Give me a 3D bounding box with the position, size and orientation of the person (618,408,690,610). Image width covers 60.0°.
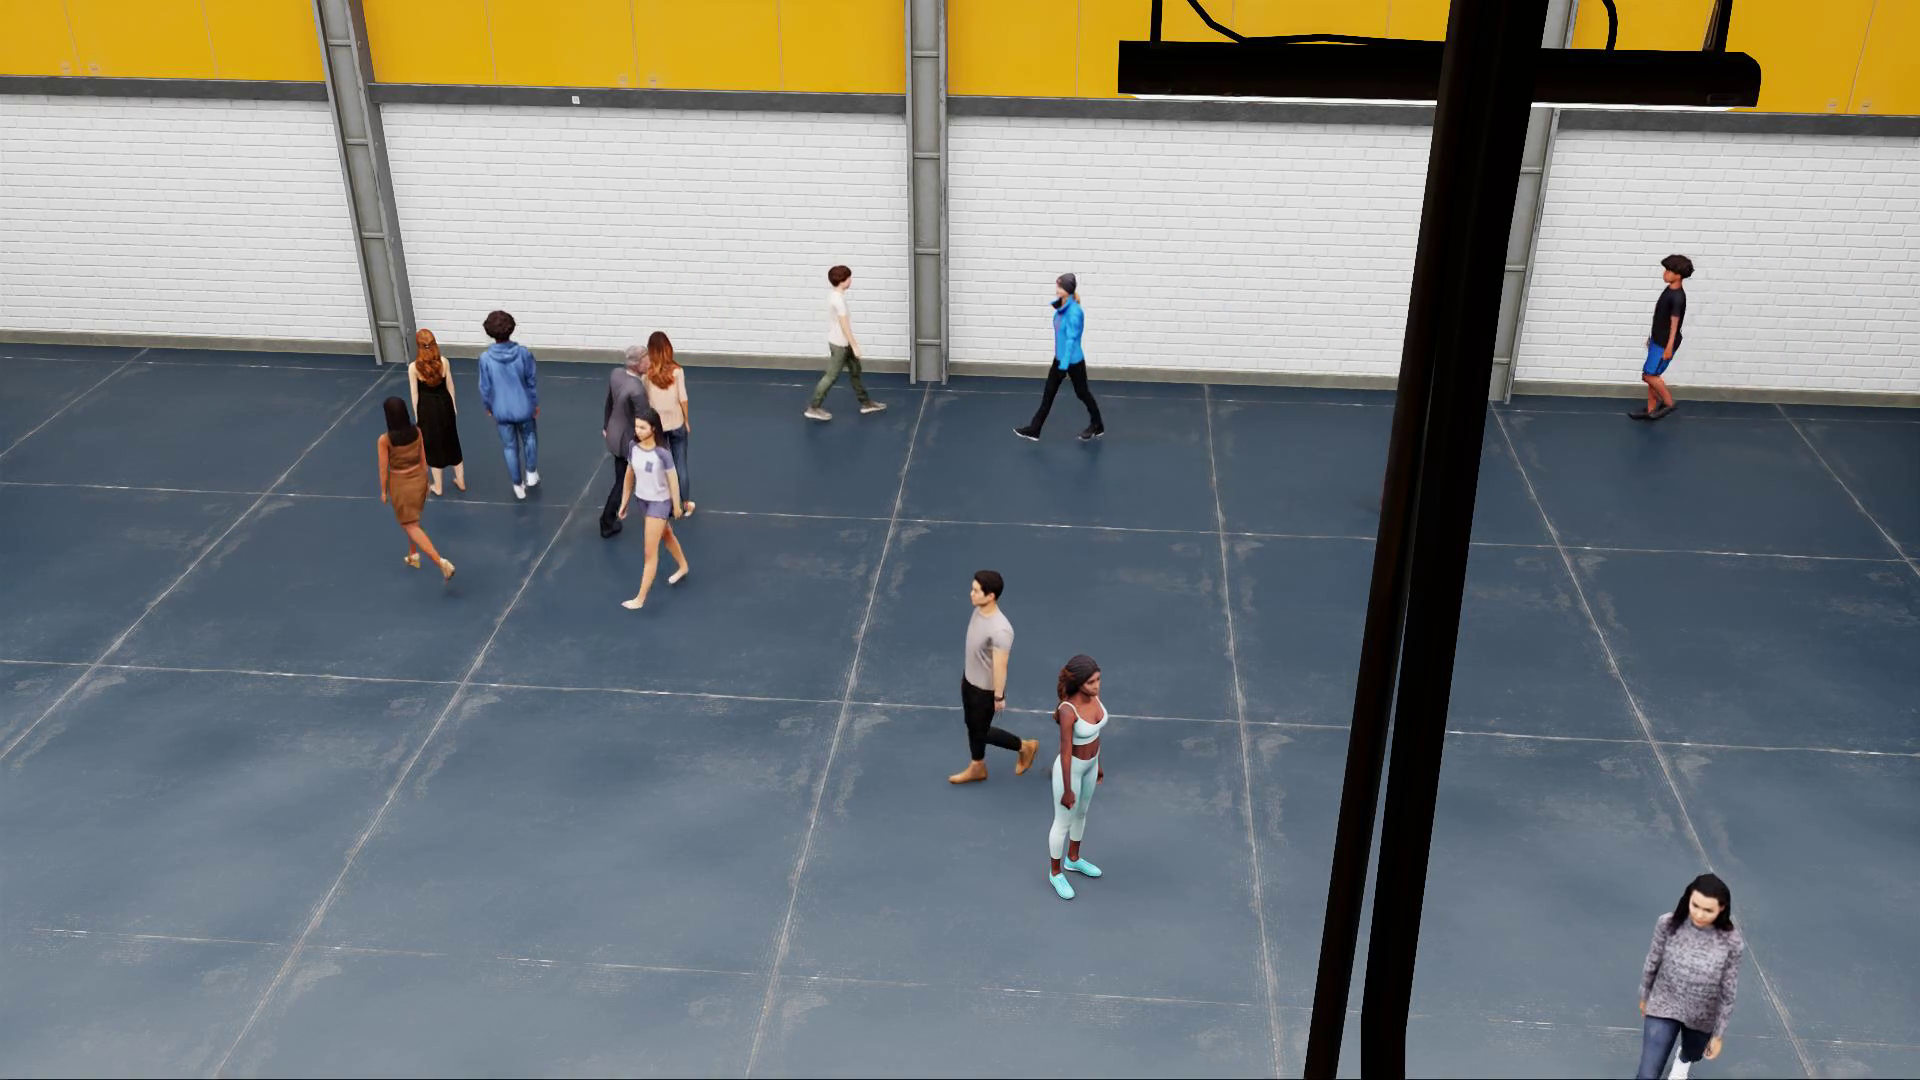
[{"bbox_3d":[-2.482,-0.319,13.804,1.135,1.683,1.027,18,34,30],"label":"person"}]

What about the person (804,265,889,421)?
[{"bbox_3d":[-1.280,-1.960,16.878,1.132,1.619,0.710,-4,29,-7],"label":"person"}]

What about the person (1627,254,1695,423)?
[{"bbox_3d":[7.206,-2.008,16.798,0.702,1.781,0.618,4,29,7],"label":"person"}]

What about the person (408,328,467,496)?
[{"bbox_3d":[-4.873,-1.188,15.460,0.665,1.623,0.728,-21,35,-33],"label":"person"}]

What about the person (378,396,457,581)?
[{"bbox_3d":[-4.578,-0.384,13.947,1.103,1.660,0.924,20,34,32],"label":"person"}]

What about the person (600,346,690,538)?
[{"bbox_3d":[-2.989,-0.859,14.694,1.219,1.778,1.068,-17,33,-29],"label":"person"}]

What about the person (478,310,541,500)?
[{"bbox_3d":[-4.116,-1.204,15.311,0.731,1.794,0.846,-6,29,-12],"label":"person"}]

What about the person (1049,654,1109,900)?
[{"bbox_3d":[0.742,1.462,10.495,0.685,1.725,0.656,20,35,32],"label":"person"}]

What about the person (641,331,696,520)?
[{"bbox_3d":[-2.651,-1.030,14.994,0.523,1.791,0.687,-3,29,-6],"label":"person"}]

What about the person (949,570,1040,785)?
[{"bbox_3d":[0.240,0.954,11.445,0.958,1.708,0.793,-8,30,-15],"label":"person"}]

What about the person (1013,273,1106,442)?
[{"bbox_3d":[1.160,-1.751,16.362,1.248,1.748,0.934,-8,30,-15],"label":"person"}]

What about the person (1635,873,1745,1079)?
[{"bbox_3d":[3.829,2.432,8.742,1.146,1.701,0.953,14,31,23],"label":"person"}]
